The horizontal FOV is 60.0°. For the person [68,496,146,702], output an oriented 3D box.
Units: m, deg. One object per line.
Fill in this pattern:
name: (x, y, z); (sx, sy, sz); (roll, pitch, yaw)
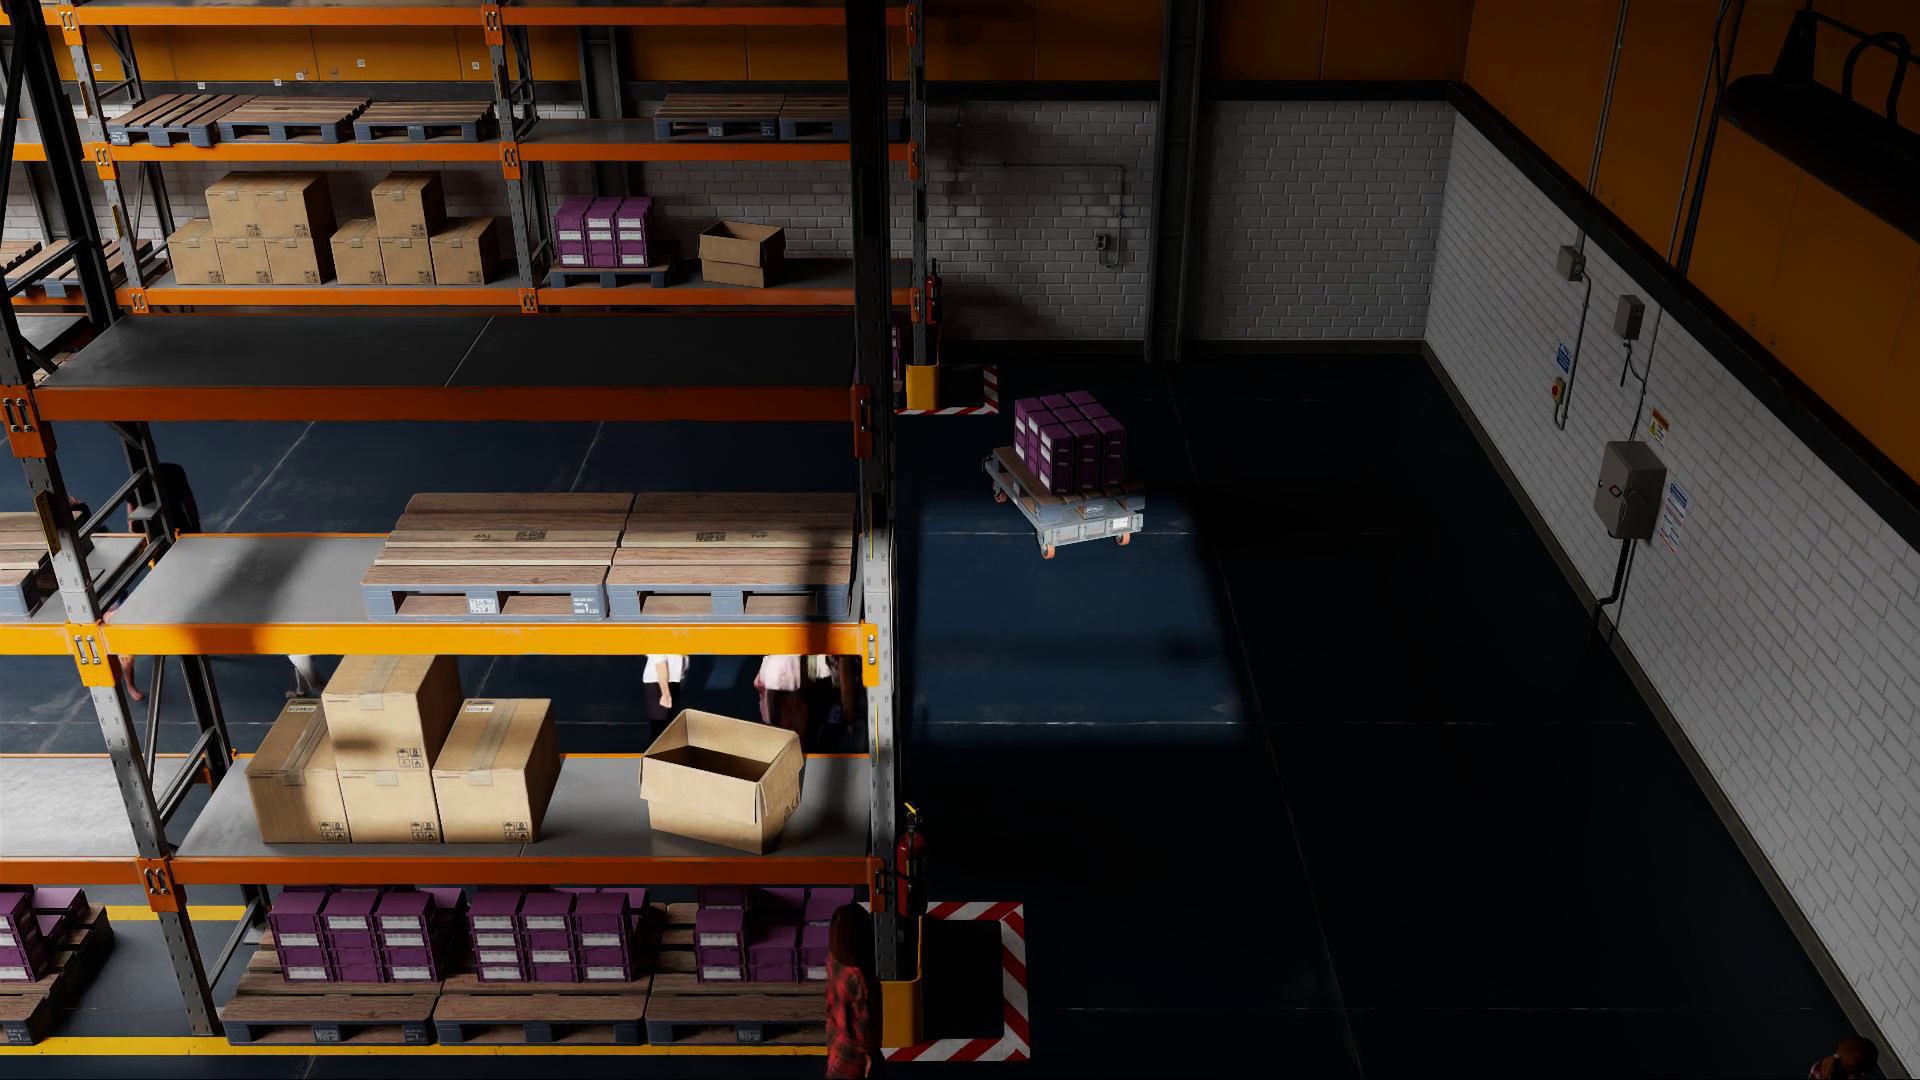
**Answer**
person: (-6.526, 0.406, 12.488); (1.047, 1.703, 0.977); (21, 35, 33)

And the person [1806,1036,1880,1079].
person: (4.297, 2.954, 8.232); (0.637, 1.306, 0.614); (-13, 31, -22)

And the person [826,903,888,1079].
person: (-0.629, 2.595, 8.508); (1.176, 1.672, 0.920); (-12, 31, -20)

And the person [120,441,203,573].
person: (-6.168, 0.037, 13.021); (1.101, 1.840, 0.996); (22, 35, 34)

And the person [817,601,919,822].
person: (-0.588, 1.149, 11.121); (1.290, 1.709, 1.028); (14, 32, 24)
